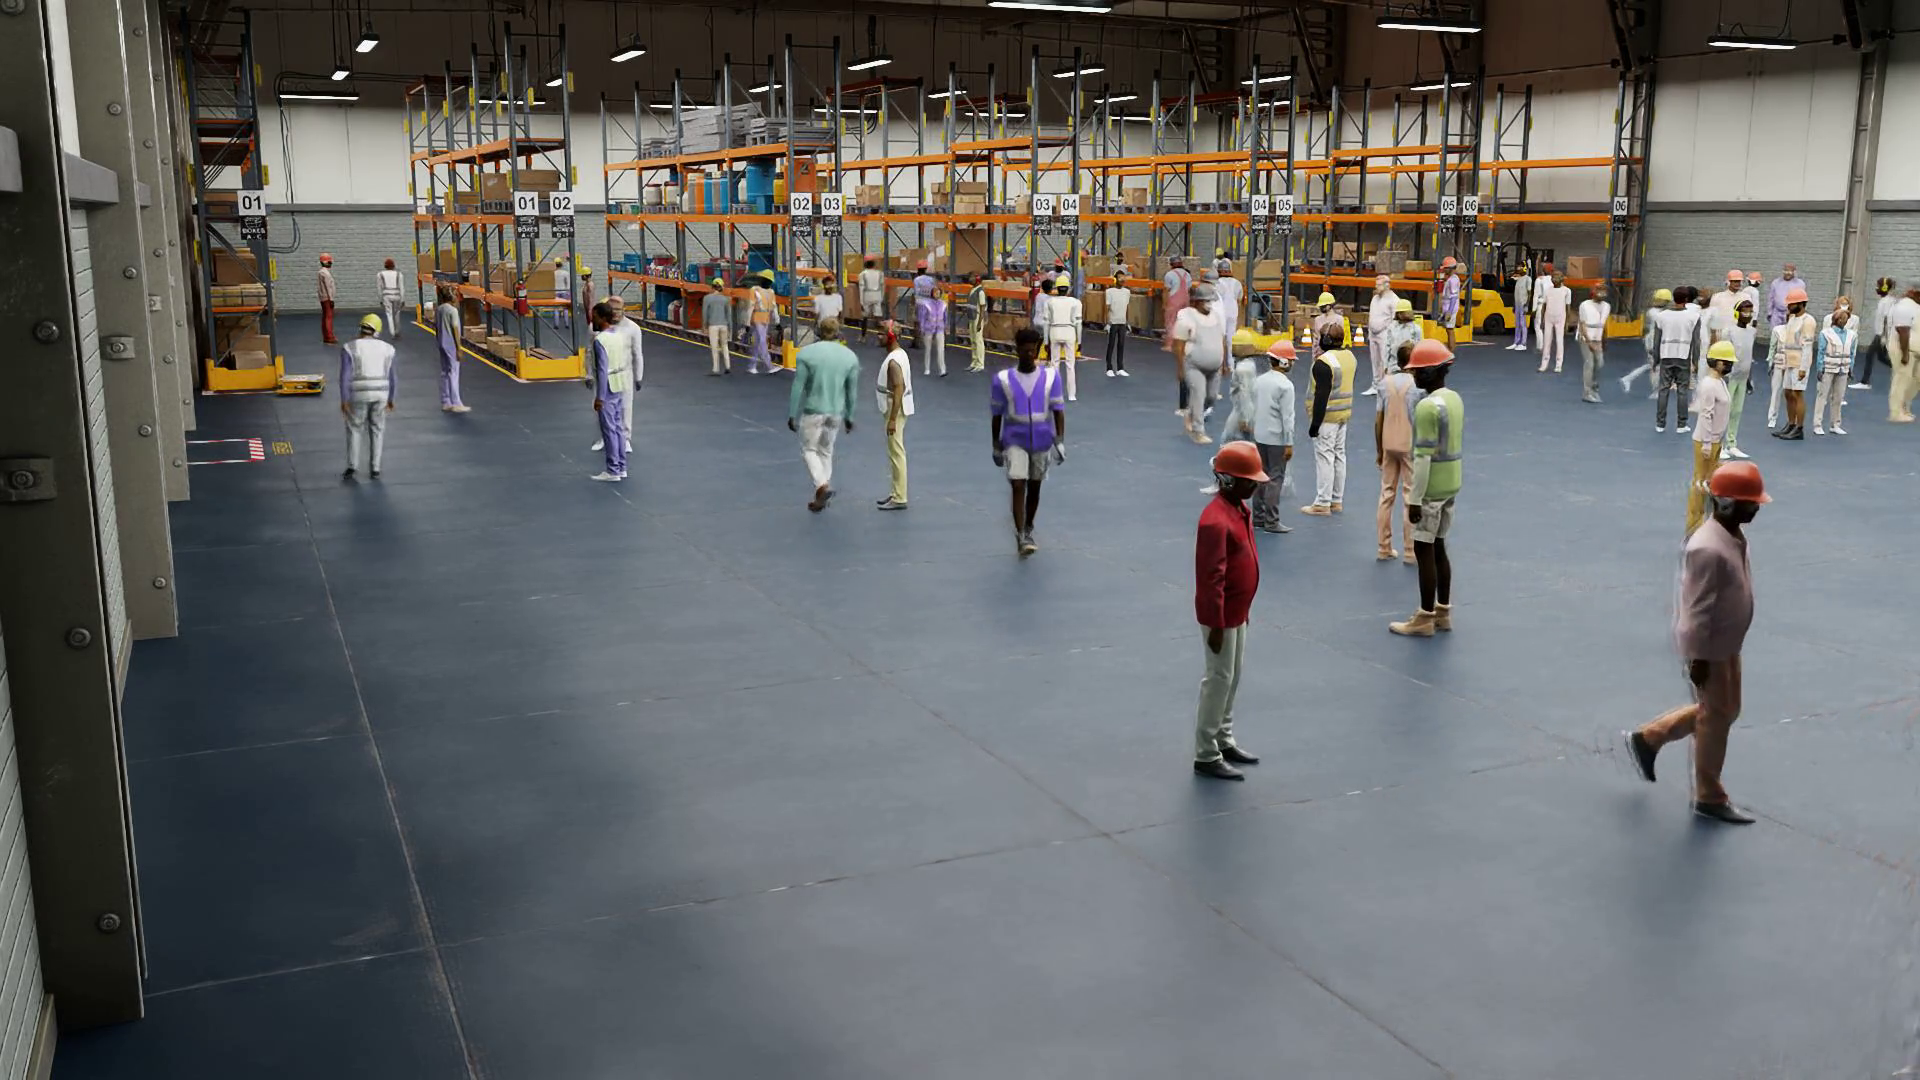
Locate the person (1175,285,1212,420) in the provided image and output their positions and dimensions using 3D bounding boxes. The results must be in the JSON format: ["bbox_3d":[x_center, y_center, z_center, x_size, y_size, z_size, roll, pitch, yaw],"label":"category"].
[{"bbox_3d":[3.312,-2.622,23.281,0.606,1.881,0.968,-3,12,-15],"label":"person"}]

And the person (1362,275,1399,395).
[{"bbox_3d":[6.607,-3.194,26.114,0.402,1.904,0.652,-5,12,-23],"label":"person"}]

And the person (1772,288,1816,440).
[{"bbox_3d":[10.644,-2.242,21.226,0.391,1.924,0.551,0,11,1],"label":"person"}]

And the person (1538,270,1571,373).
[{"bbox_3d":[10.773,-3.953,30.120,0.520,1.844,0.330,8,14,36],"label":"person"}]

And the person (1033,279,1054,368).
[{"bbox_3d":[1.562,-4.049,31.094,0.340,1.653,0.598,-6,13,-29],"label":"person"}]

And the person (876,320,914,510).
[{"bbox_3d":[-0.633,-1.215,16.201,0.378,1.844,0.569,0,11,-2],"label":"person"}]

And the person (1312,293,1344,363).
[{"bbox_3d":[5.222,-2.641,23.698,0.342,1.754,0.532,-8,14,-37],"label":"person"}]

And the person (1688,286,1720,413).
[{"bbox_3d":[10.643,-2.731,23.934,0.406,1.830,0.530,-4,12,-19],"label":"person"}]

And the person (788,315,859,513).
[{"bbox_3d":[-1.277,-1.183,15.897,0.711,1.901,0.588,-5,12,-23],"label":"person"}]

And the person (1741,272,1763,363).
[{"bbox_3d":[15.215,-4.282,32.033,0.340,1.748,0.563,0,11,-2],"label":"person"}]

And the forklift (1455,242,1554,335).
[{"bbox_3d":[13.047,-6.049,39.881,2.313,2.155,1.214,-5,12,-23],"label":"forklift"}]

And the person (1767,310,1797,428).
[{"bbox_3d":[11.115,-2.307,22.306,0.514,1.634,0.312,6,13,27],"label":"person"}]

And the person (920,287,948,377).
[{"bbox_3d":[-0.460,-3.673,29.366,0.540,1.578,0.913,-3,12,-17],"label":"person"}]

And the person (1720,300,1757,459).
[{"bbox_3d":[9.137,-1.886,19.555,0.514,1.871,0.327,-4,12,-22],"label":"person"}]

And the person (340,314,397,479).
[{"bbox_3d":[-6.430,-1.560,18.110,0.635,1.788,0.454,-8,14,-36],"label":"person"}]

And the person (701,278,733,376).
[{"bbox_3d":[-4.310,-3.793,29.651,0.622,1.715,0.660,-7,13,-32],"label":"person"}]

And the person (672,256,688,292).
[{"bbox_3d":[-7.785,-6.959,45.755,0.489,1.711,0.852,-7,13,-33],"label":"person"}]

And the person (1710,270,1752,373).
[{"bbox_3d":[12.018,-3.214,25.983,0.612,1.995,0.382,1,11,4],"label":"person"}]

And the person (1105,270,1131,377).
[{"bbox_3d":[2.793,-3.824,29.389,0.511,1.877,0.328,-6,12,-27],"label":"person"}]

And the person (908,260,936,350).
[{"bbox_3d":[-0.710,-4.950,35.064,0.554,1.909,0.913,-10,15,-42],"label":"person"}]

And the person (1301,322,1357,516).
[{"bbox_3d":[3.523,-1.159,15.928,0.429,1.843,0.631,9,14,38],"label":"person"}]

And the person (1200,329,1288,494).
[{"bbox_3d":[2.935,-1.294,16.955,0.843,1.709,0.494,4,12,21],"label":"person"}]

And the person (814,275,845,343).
[{"bbox_3d":[-2.198,-3.502,27.799,0.521,1.856,0.665,-6,13,-28],"label":"person"}]

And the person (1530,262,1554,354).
[{"bbox_3d":[11.972,-4.739,34.043,0.620,1.884,0.404,-1,11,-6],"label":"person"}]

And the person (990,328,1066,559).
[{"bbox_3d":[0.583,-0.810,13.982,0.617,1.908,0.975,-1,11,-6],"label":"person"}]

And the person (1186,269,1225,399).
[{"bbox_3d":[3.836,-3.165,25.615,0.676,2.000,0.536,-8,14,-37],"label":"person"}]

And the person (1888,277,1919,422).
[{"bbox_3d":[13.107,-2.635,22.924,0.690,2.000,0.537,-8,14,-36],"label":"person"}]

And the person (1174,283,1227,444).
[{"bbox_3d":[3.000,-2.250,20.967,0.697,2.000,0.752,-6,13,-27],"label":"person"}]

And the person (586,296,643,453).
[{"bbox_3d":[-4.154,-1.988,20.023,0.680,1.889,0.464,-1,11,-3],"label":"person"}]

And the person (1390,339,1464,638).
[{"bbox_3d":[3.184,-0.347,11.331,0.424,2.032,0.618,8,14,35],"label":"person"}]

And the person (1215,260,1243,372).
[{"bbox_3d":[4.723,-4.037,30.045,0.680,2.000,0.537,-5,12,-23],"label":"person"}]

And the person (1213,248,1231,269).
[{"bbox_3d":[8.093,-8.087,51.302,0.631,1.797,0.596,7,13,30],"label":"person"}]

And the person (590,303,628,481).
[{"bbox_3d":[-3.791,-1.598,17.962,0.378,1.917,0.598,2,11,8],"label":"person"}]

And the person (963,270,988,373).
[{"bbox_3d":[0.301,-3.962,30.154,0.389,1.849,0.567,-4,12,-21],"label":"person"}]

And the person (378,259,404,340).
[{"bbox_3d":[-13.012,-5.511,38.101,0.559,1.836,1.003,-5,12,-22],"label":"person"}]

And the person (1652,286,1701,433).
[{"bbox_3d":[9.420,-2.372,21.893,0.587,1.920,0.391,7,13,32],"label":"person"}]
